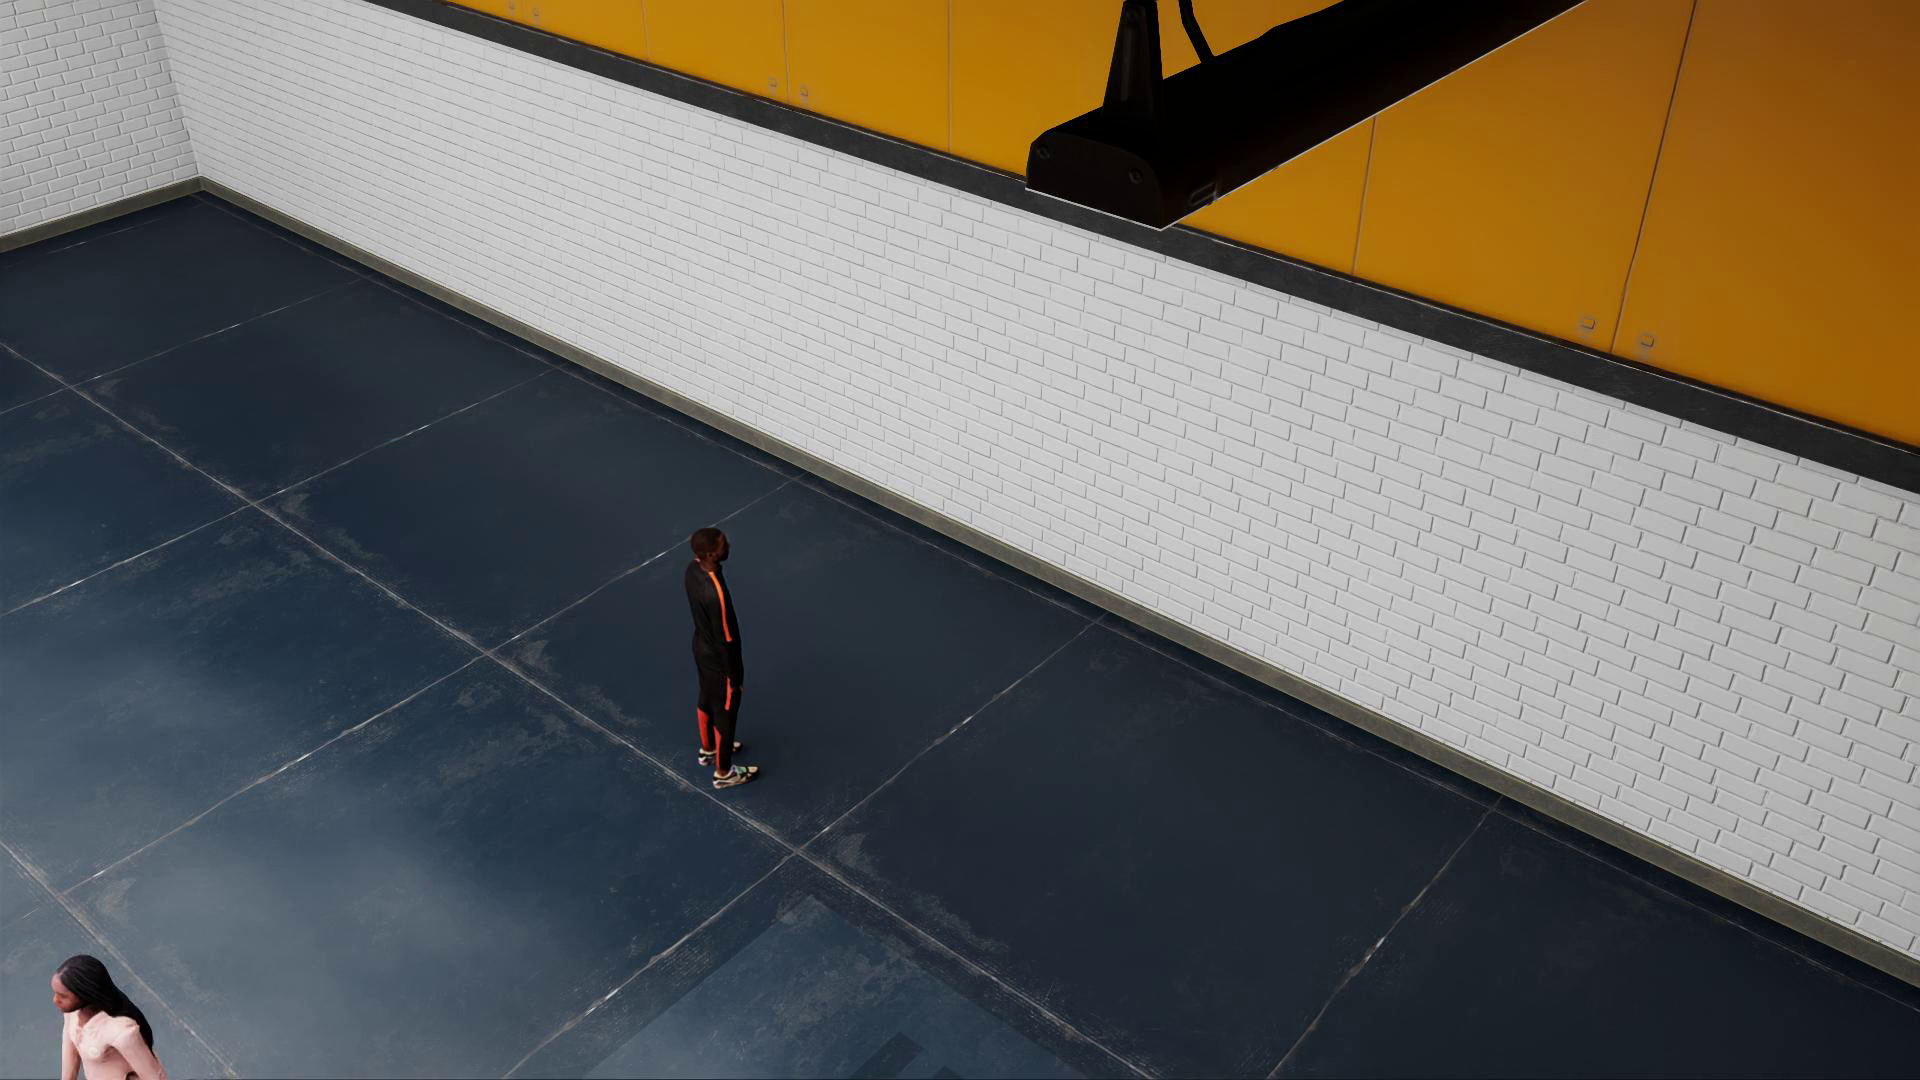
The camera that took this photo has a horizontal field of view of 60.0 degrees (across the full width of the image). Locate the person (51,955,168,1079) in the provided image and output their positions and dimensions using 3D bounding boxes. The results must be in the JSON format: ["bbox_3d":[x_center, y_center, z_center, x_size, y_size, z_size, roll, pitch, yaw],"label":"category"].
[{"bbox_3d":[-3.629,2.429,7.482,0.647,1.680,1.126,27,42,34],"label":"person"}]

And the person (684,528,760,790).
[{"bbox_3d":[-1.473,0.689,9.986,0.647,1.806,0.685,-18,38,-25],"label":"person"}]
